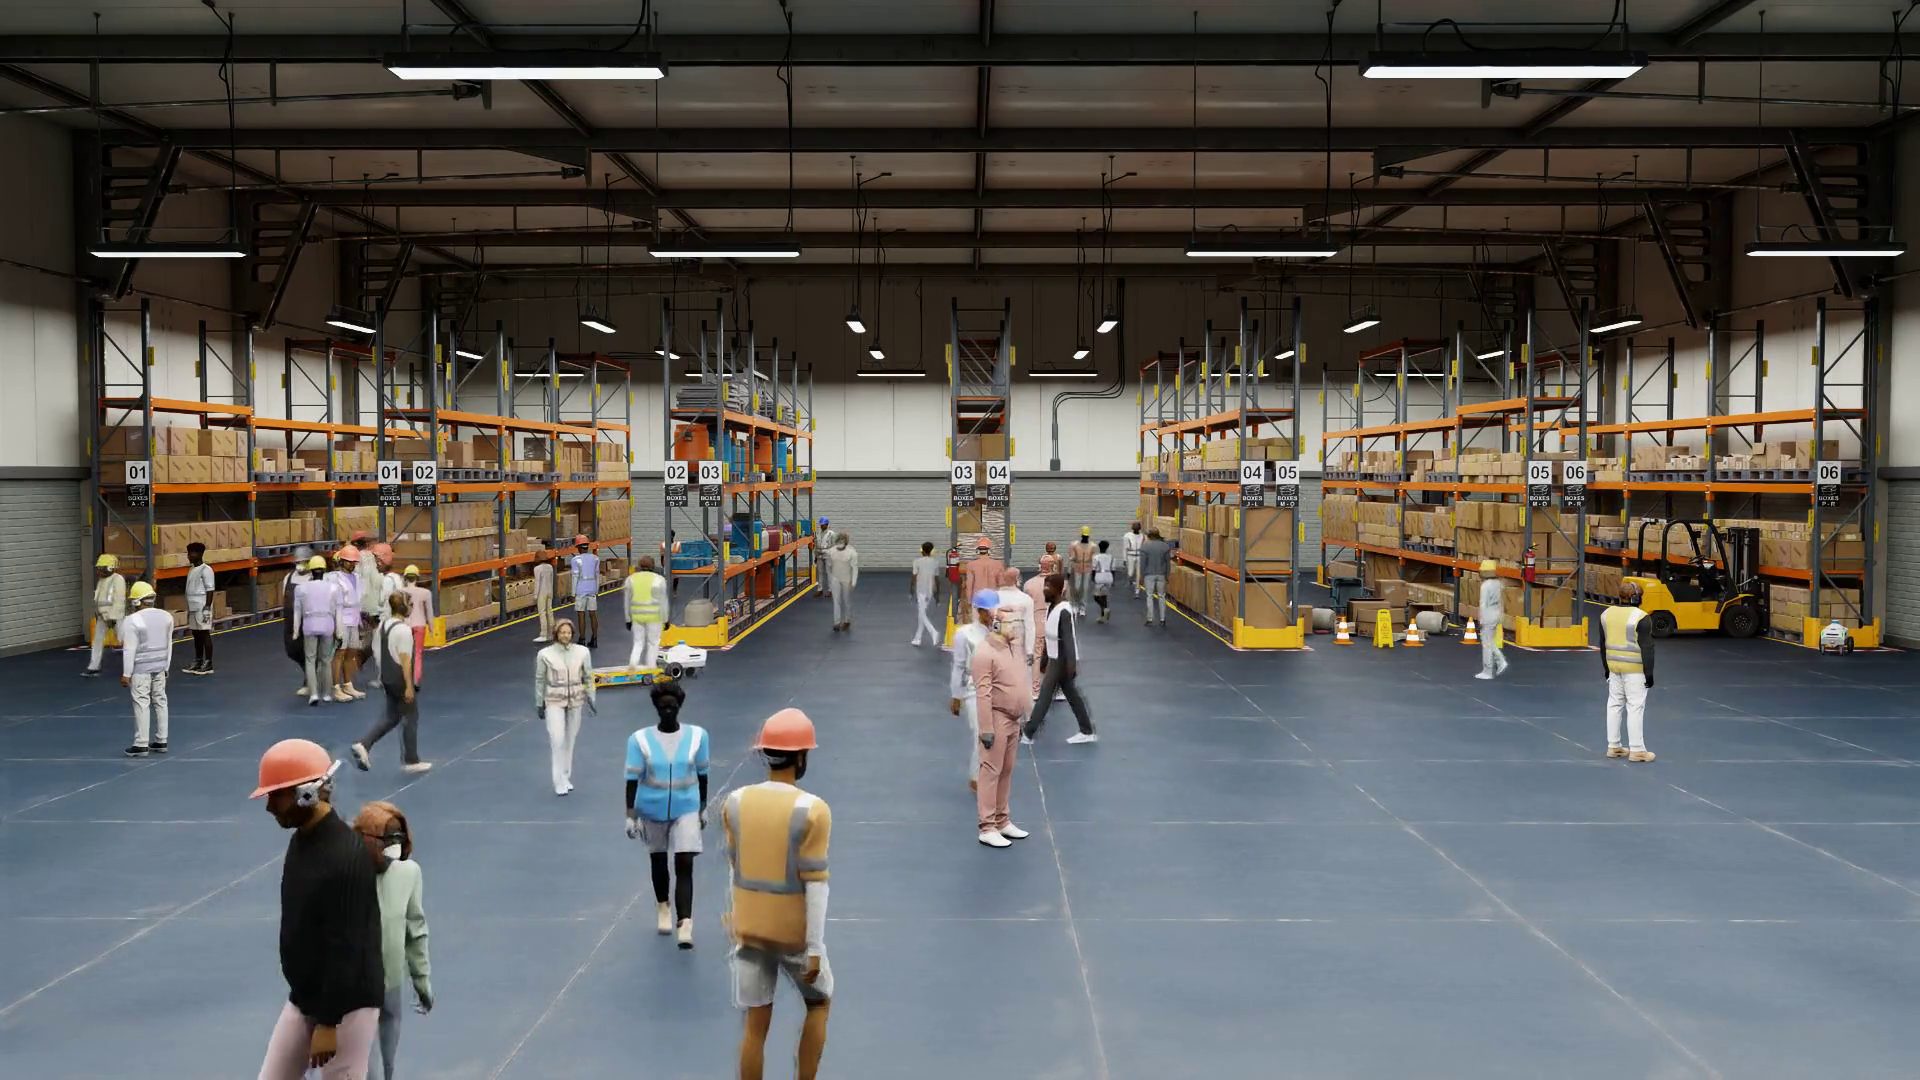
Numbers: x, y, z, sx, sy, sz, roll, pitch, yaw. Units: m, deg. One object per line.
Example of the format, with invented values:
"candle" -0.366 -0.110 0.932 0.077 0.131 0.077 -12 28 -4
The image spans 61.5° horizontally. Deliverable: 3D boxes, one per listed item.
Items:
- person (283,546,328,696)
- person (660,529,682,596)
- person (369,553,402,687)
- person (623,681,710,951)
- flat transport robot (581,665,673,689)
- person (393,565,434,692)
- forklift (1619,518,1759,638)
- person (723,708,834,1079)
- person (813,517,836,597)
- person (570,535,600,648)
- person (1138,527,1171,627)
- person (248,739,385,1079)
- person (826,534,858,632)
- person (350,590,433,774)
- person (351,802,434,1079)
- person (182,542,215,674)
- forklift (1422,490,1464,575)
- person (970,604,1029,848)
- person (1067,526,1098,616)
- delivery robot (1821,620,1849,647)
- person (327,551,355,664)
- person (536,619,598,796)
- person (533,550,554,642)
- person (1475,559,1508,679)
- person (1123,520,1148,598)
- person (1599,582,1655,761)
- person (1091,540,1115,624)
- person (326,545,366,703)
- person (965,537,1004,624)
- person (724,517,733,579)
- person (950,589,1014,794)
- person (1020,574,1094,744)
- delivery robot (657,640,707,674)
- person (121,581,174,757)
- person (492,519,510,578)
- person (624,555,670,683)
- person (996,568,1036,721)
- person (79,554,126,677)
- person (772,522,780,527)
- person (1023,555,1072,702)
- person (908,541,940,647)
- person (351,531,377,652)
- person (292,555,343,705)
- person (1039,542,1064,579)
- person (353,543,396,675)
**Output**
"person" -8.808 1.078 21.767 0.695 2.000 0.659 0 2 11
"person" -6.856 0.578 38.328 0.548 1.679 0.686 -1 2 -16
"person" -8.003 1.116 22.494 0.497 1.869 0.640 0 2 -1
"person" -1.834 1.710 10.123 0.544 1.641 0.884 0 2 -12
"flat transport robot" -4.832 1.914 22.687 1.431 0.197 0.652 -2 3 -39
"person" -7.509 1.199 22.163 0.540 1.722 0.907 -1 2 -19
"forklift" 13.417 0.684 29.791 2.313 2.155 1.214 0 2 0
"person" -0.787 1.705 7.097 0.543 1.917 0.549 1 2 22
"person" -3.294 0.409 39.279 0.602 1.945 0.395 1 3 29
"person" -6.416 0.882 27.556 0.372 1.930 0.543 2 3 45
"person" 3.824 0.726 31.621 0.652 1.934 0.503 0 2 -11
"person" -2.396 1.724 6.029 0.445 1.961 0.598 -2 3 -44
"person" -2.226 0.802 30.601 0.632 1.850 1.106 0 2 8
"person" -5.579 1.402 15.850 0.513 1.827 0.723 2 3 43
"person" -2.395 1.866 6.596 0.356 1.616 0.521 1 3 26
"person" -11.320 1.005 24.005 0.613 1.964 0.361 2 3 39
"forklift" 13.926 -0.371 47.846 1.873 2.768 1.129 0 2 0
"person" 0.340 1.472 12.963 0.410 1.912 0.641 1 3 25
"person" 2.569 0.651 33.821 0.648 1.890 0.423 0 2 1
"delivery robot" 14.484 1.567 26.726 0.477 0.478 0.707 2 3 35
"person" -9.666 1.057 25.202 0.524 1.769 0.308 1 2 22
"person" -3.615 1.545 14.913 0.517 1.607 0.748 -1 3 -32
"person" -7.403 0.985 28.657 0.286 1.632 0.500 1 2 22
"person" 7.649 1.141 23.368 0.503 1.731 0.380 -2 3 -43
"person" 4.226 0.464 38.749 0.602 1.872 0.412 0 2 -1
"person" 6.961 1.354 16.780 0.429 1.842 0.637 -1 3 -25
"person" 2.880 0.831 32.076 0.537 1.677 0.487 -1 3 -26
"person" -8.008 1.086 21.147 0.392 2.034 0.605 1 2 14
"person" 0.379 0.955 24.948 0.623 1.989 0.391 -1 2 -13
"person" -6.466 0.207 46.199 0.580 1.793 1.002 0 2 4
"person" 0.290 1.403 14.582 0.630 1.908 0.891 -1 3 -30
"person" 1.011 1.305 17.659 1.023 1.864 0.615 0 2 -8
"delivery robot" -4.036 1.699 23.414 0.707 0.478 0.477 -2 3 -39
"person" -8.595 1.349 17.039 0.404 1.830 0.588 1 2 20
"person" -11.263 0.429 39.563 0.646 1.885 1.014 0 2 7
"person" -4.430 1.119 22.854 0.634 1.828 0.455 0 2 11
"person" 0.641 1.257 18.873 0.679 1.860 0.950 1 3 27
"person" -12.494 1.098 23.841 0.587 1.800 0.901 1 3 30
"person" -5.459 0.259 47.283 0.753 1.602 0.516 1 2 19
"person" 1.148 1.148 21.085 0.645 1.913 0.409 0 2 11
"person" -0.583 0.926 27.772 0.567 1.822 0.828 -1 3 -32
"person" -9.970 0.860 27.007 0.589 2.020 0.688 1 2 22
"person" -8.286 1.164 20.834 0.618 1.941 0.479 -1 3 -26
"person" 1.810 0.849 32.008 0.514 1.640 0.310 0 2 -2
"person" -8.443 1.024 23.410 0.716 1.976 0.632 -2 3 -37
